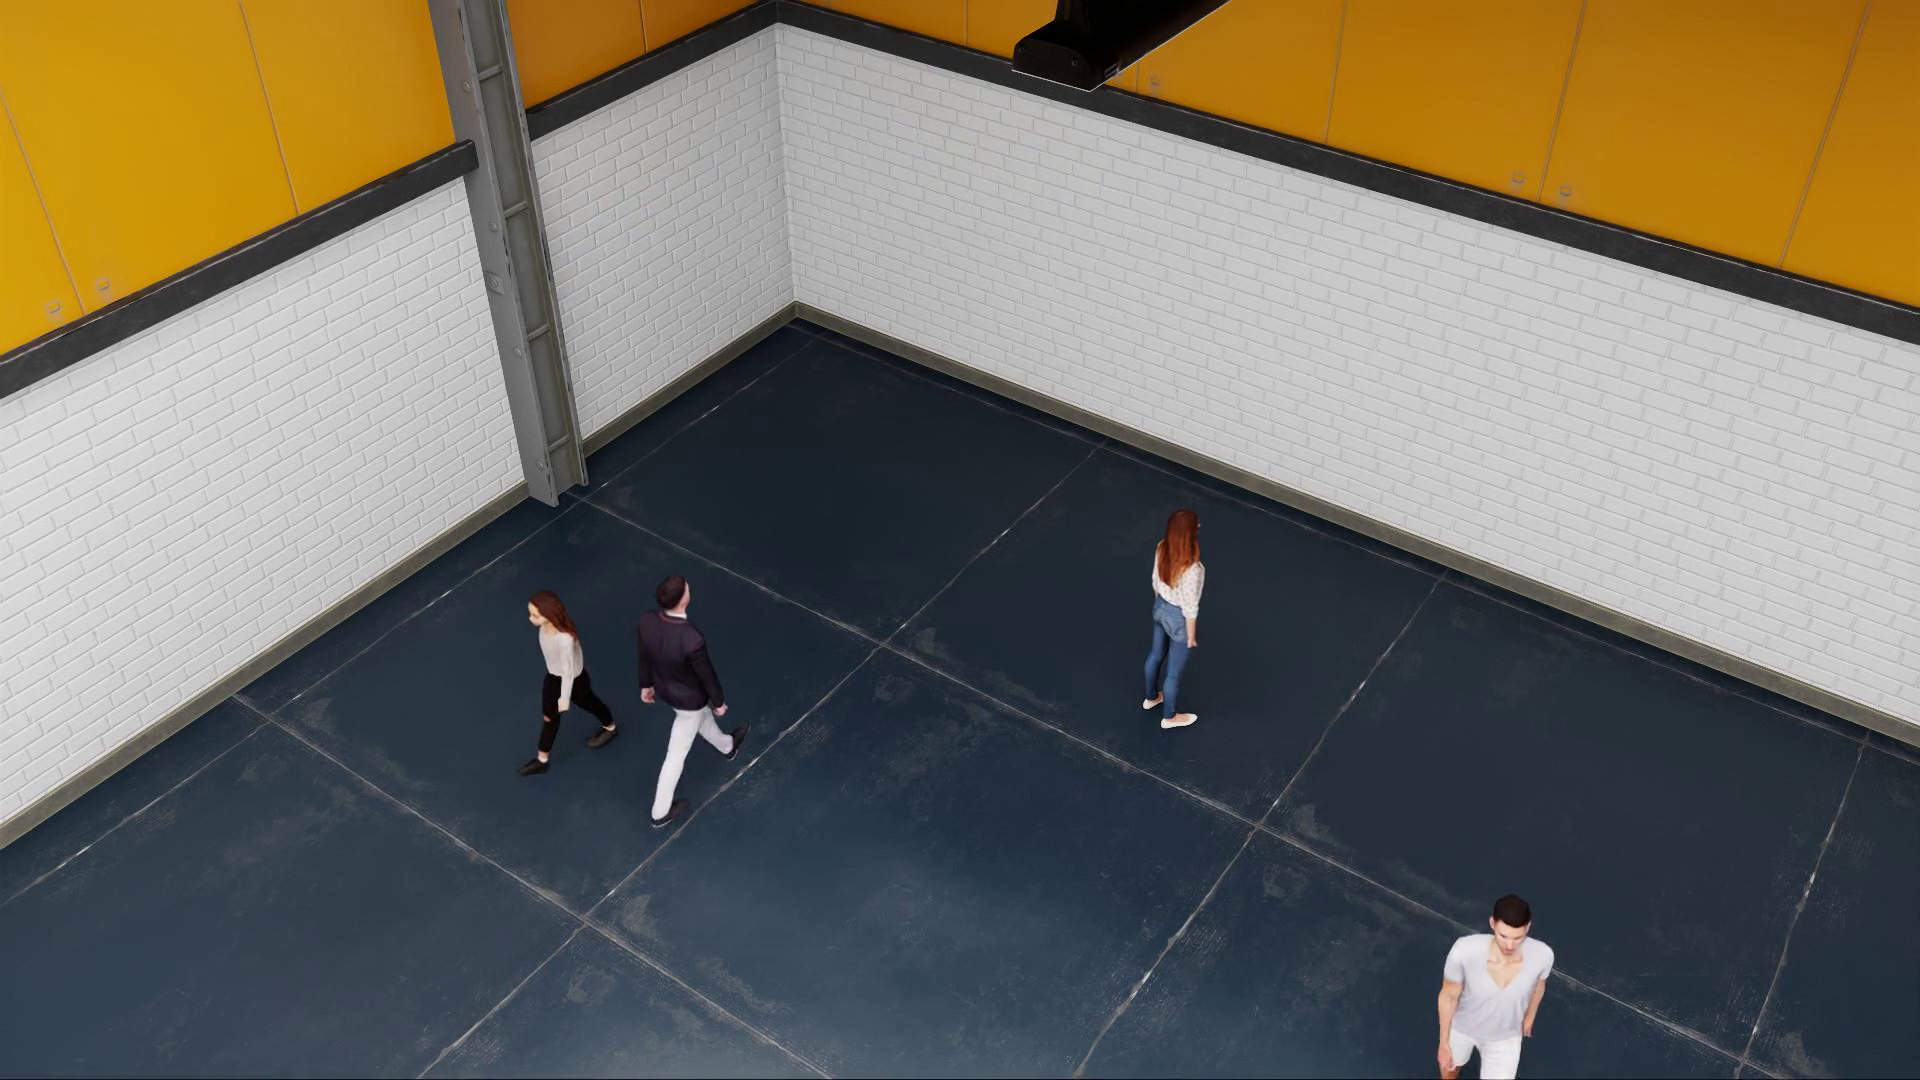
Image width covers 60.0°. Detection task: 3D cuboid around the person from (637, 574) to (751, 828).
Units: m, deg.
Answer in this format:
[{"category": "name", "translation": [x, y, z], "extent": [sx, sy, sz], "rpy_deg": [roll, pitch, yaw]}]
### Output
[{"category": "person", "translation": [-1.754, 1.020, 10.167], "extent": [0.699, 1.791, 1.185], "rpy_deg": [25, 45, 28]}]

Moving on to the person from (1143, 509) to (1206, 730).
[{"category": "person", "translation": [1.395, 0.499, 10.869], "extent": [0.651, 1.728, 0.647], "rpy_deg": [-17, 42, -20]}]

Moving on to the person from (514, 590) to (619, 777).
[{"category": "person", "translation": [-2.446, 0.860, 10.650], "extent": [1.012, 1.438, 0.659], "rpy_deg": [-32, 48, -33]}]

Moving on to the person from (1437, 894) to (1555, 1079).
[{"category": "person", "translation": [2.651, 2.350, 8.468], "extent": [0.865, 1.832, 0.941], "rpy_deg": [4, 39, 5]}]
